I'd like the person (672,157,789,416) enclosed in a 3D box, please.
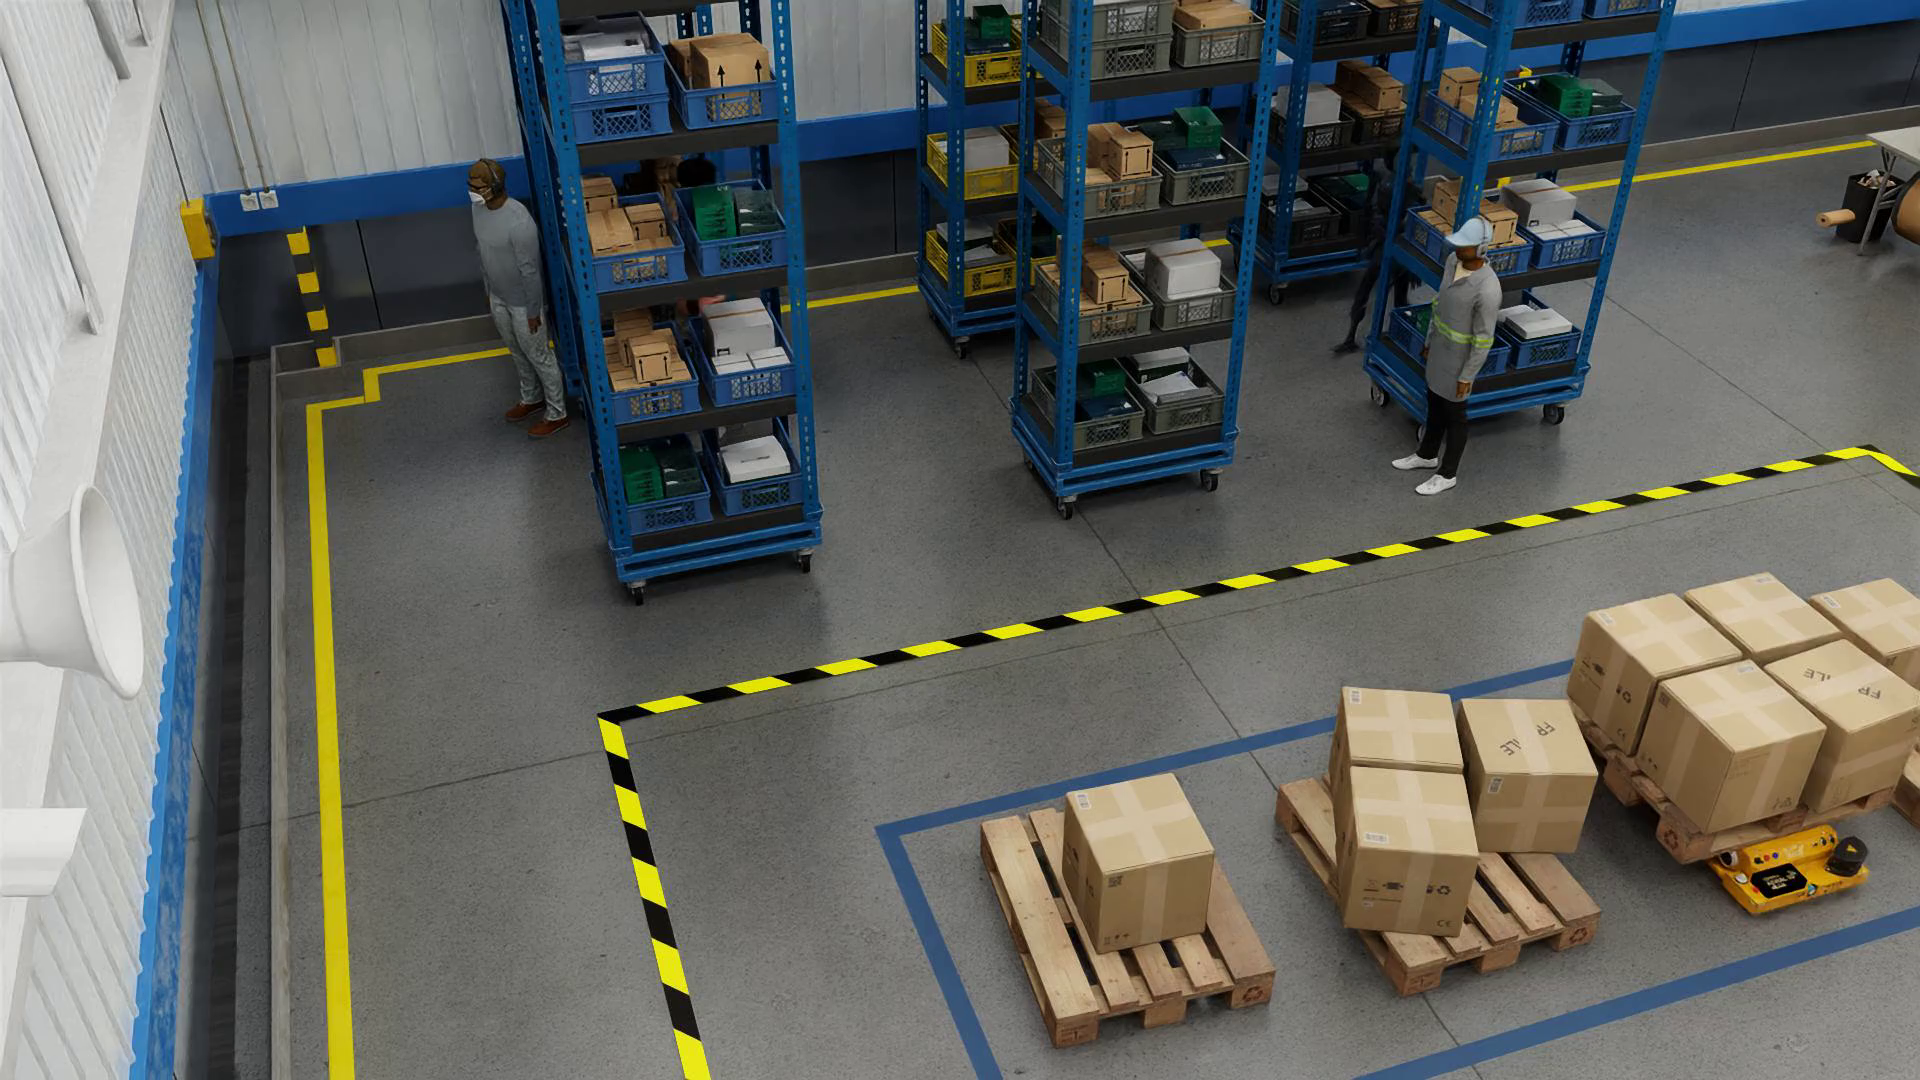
[{"bbox_3d":[-1.672,-1.607,10.910,1.006,1.913,0.600,-8,36,-12],"label":"person"}]

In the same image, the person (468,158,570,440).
[{"bbox_3d":[-2.908,-1.584,10.867,0.367,1.932,0.626,-30,45,-35],"label":"person"}]

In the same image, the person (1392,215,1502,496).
[{"bbox_3d":[3.039,-1.144,10.304,0.370,1.853,0.589,-8,36,-11],"label":"person"}]

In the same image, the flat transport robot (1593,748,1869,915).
[{"bbox_3d":[3.757,1.220,8.301,0.652,0.197,1.431,-11,37,-15],"label":"flat transport robot"}]

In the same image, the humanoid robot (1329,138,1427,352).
[{"bbox_3d":[3.028,-2.041,11.739,0.638,1.637,0.609,-23,41,-29],"label":"humanoid robot"}]
